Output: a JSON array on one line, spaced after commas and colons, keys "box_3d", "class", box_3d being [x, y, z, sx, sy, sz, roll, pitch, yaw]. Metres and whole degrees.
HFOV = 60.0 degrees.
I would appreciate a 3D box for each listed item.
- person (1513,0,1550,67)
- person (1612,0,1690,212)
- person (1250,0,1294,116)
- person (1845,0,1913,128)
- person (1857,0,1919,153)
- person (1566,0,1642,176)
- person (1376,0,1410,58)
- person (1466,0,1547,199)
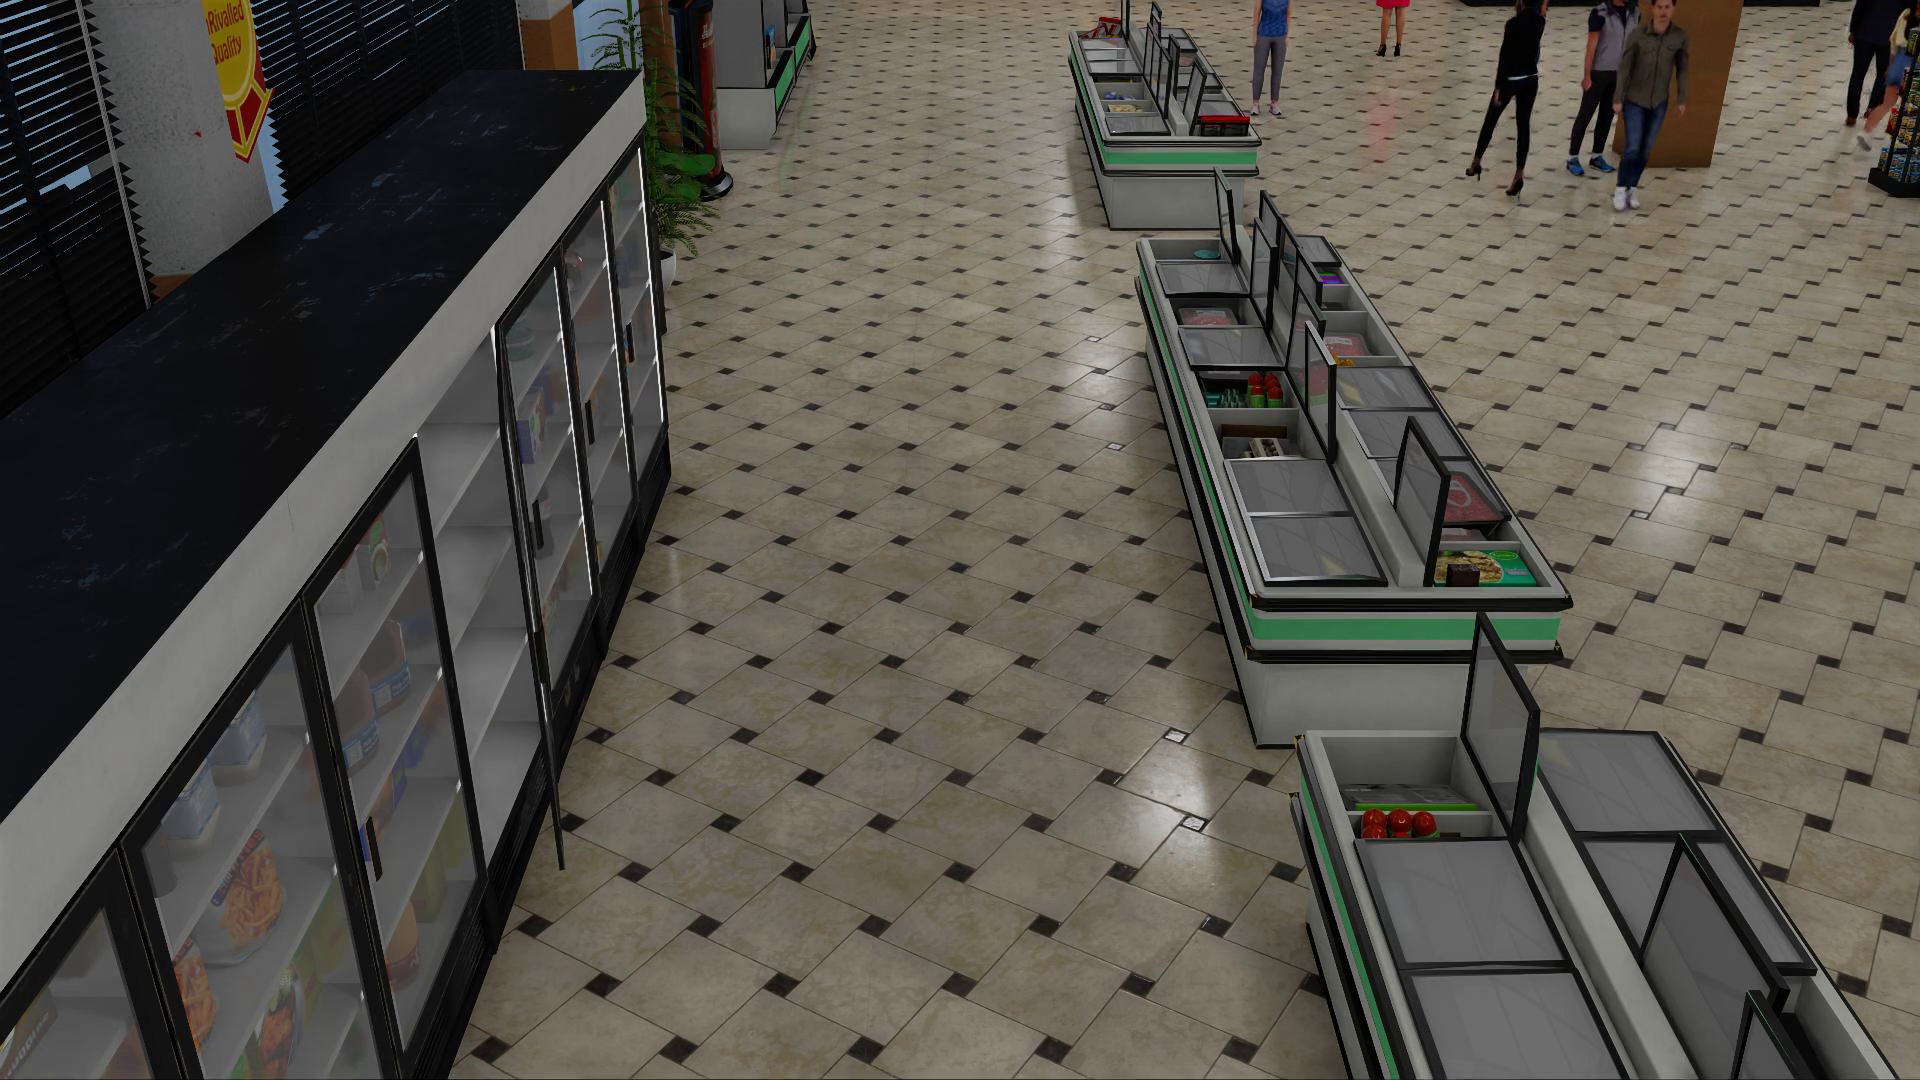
[{"box_3d": [6.552, -6.124, 18.991, 0.728, 1.792, 0.638, -18, 32, -31], "class": "person"}, {"box_3d": [5.899, -3.806, 14.359, 0.702, 1.848, 0.612, -1, 27, -1], "class": "person"}, {"box_3d": [3.305, -5.344, 17.654, 0.556, 1.609, 0.551, -1, 27, -1], "class": "person"}, {"box_3d": [9.377, -5.143, 17.033, 0.812, 1.814, 0.834, 16, 31, 29], "class": "person"}, {"box_3d": [9.069, -4.504, 16.006, 1.023, 1.602, 1.110, -14, 30, -26], "class": "person"}, {"box_3d": [5.979, -4.328, 15.410, 0.763, 1.827, 0.701, -10, 28, -18], "class": "person"}, {"box_3d": [5.379, -6.874, 20.540, 0.569, 1.728, 0.534, 1, 27, 2], "class": "person"}, {"box_3d": [4.953, -3.904, 14.613, 0.818, 1.792, 1.100, -8, 28, -15], "class": "person"}]
